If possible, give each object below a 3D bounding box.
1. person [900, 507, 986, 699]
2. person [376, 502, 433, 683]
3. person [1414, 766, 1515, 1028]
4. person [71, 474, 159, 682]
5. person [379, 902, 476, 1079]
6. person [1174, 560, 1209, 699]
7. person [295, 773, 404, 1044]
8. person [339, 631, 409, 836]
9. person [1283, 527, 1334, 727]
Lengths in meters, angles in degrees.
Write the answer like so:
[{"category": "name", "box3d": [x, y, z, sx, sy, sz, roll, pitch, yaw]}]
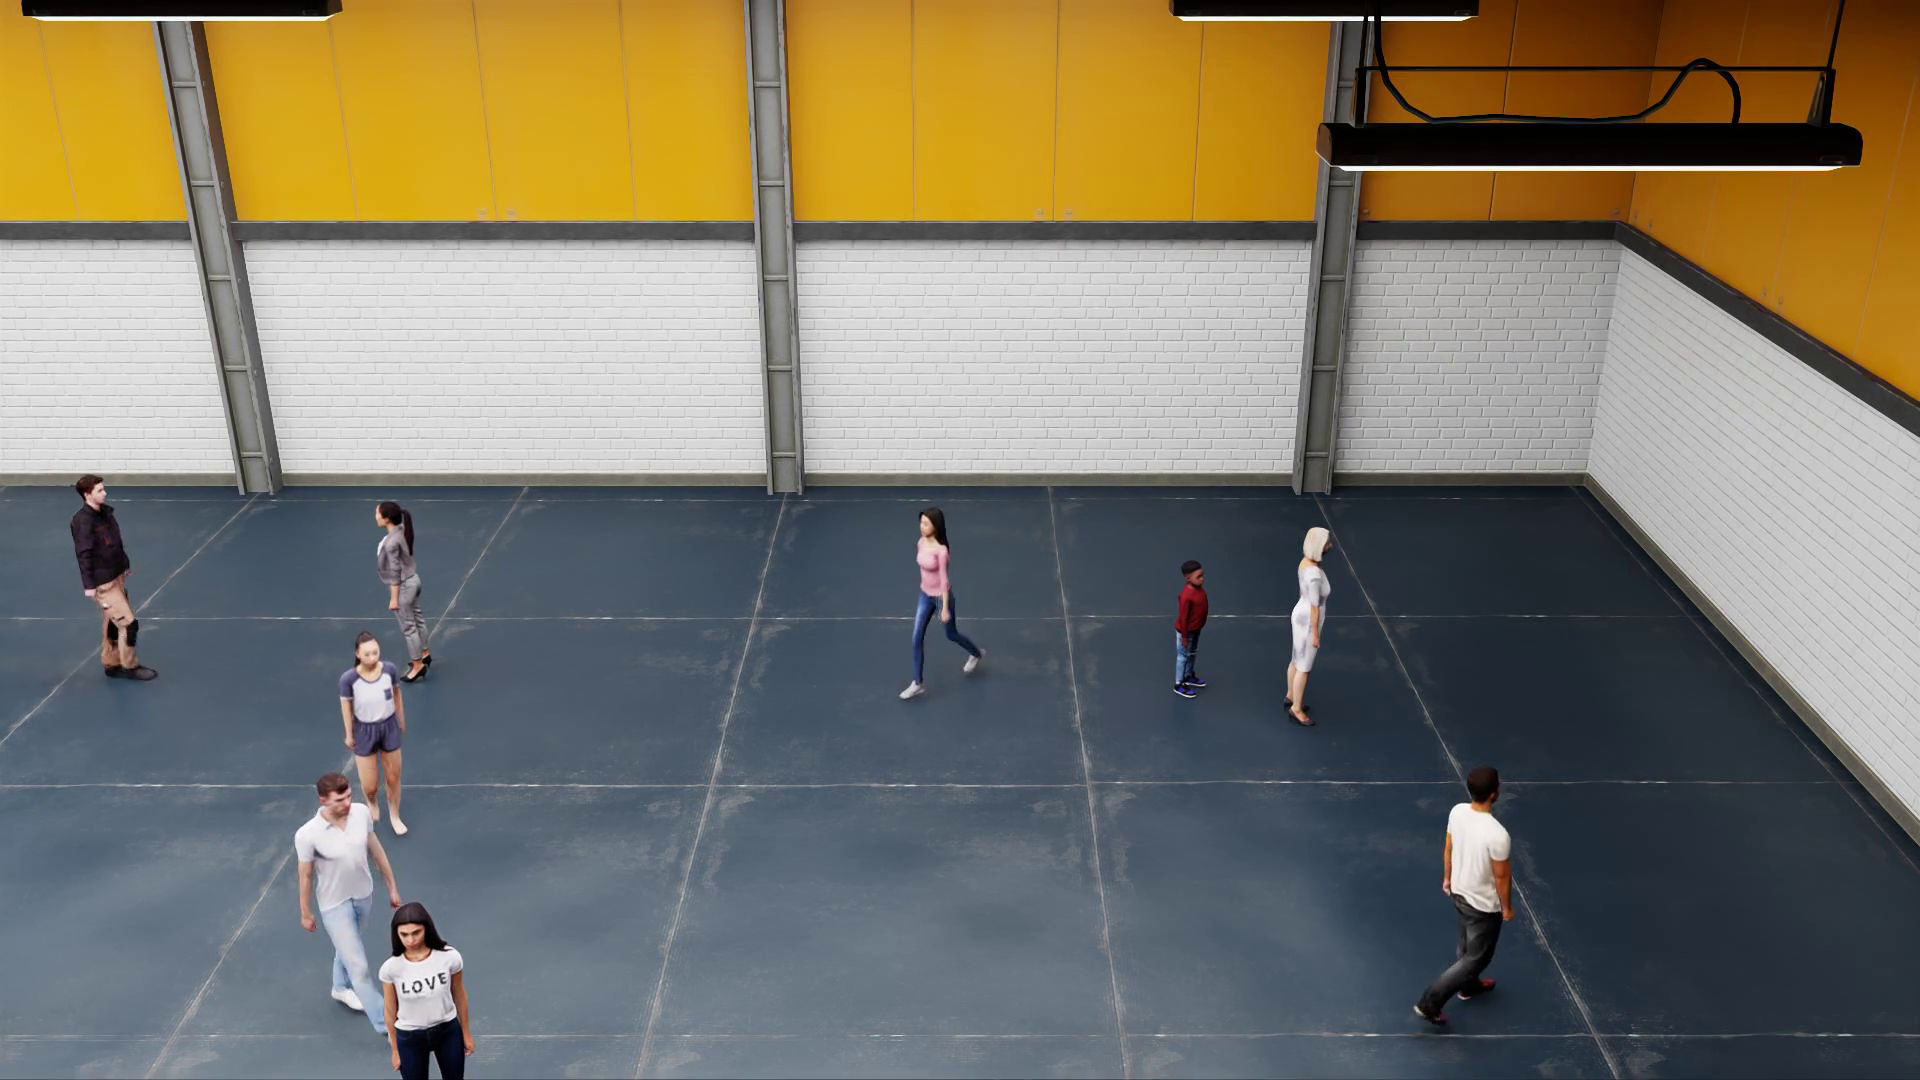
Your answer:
[{"category": "person", "box3d": [-0.129, 0.510, 14.399, 1.190, 1.702, 1.053, -18, 29, -35]}, {"category": "person", "box3d": [-4.874, 0.441, 14.590, 0.552, 1.677, 0.607, 0, 24, 0]}, {"category": "person", "box3d": [3.160, 2.242, 10.334, 1.097, 1.786, 0.888, -10, 25, -21]}, {"category": "person", "box3d": [-7.538, 0.346, 14.515, 0.768, 1.910, 0.744, -2, 24, -5]}, {"category": "person", "box3d": [-2.922, 2.757, 9.171, 0.576, 1.774, 0.718, -9, 25, -20]}, {"category": "person", "box3d": [1.981, 0.745, 14.424, 0.611, 1.252, 0.579, 14, 27, 28]}, {"category": "person", "box3d": [-3.881, 2.226, 10.345, 1.270, 1.805, 1.087, 15, 28, 31]}, {"category": "person", "box3d": [-4.375, 1.425, 12.385, 0.745, 1.639, 0.814, -17, 29, -34]}, {"category": "person", "box3d": [2.902, 0.704, 13.898, 0.491, 1.749, 0.558, 0, 24, 0]}]
